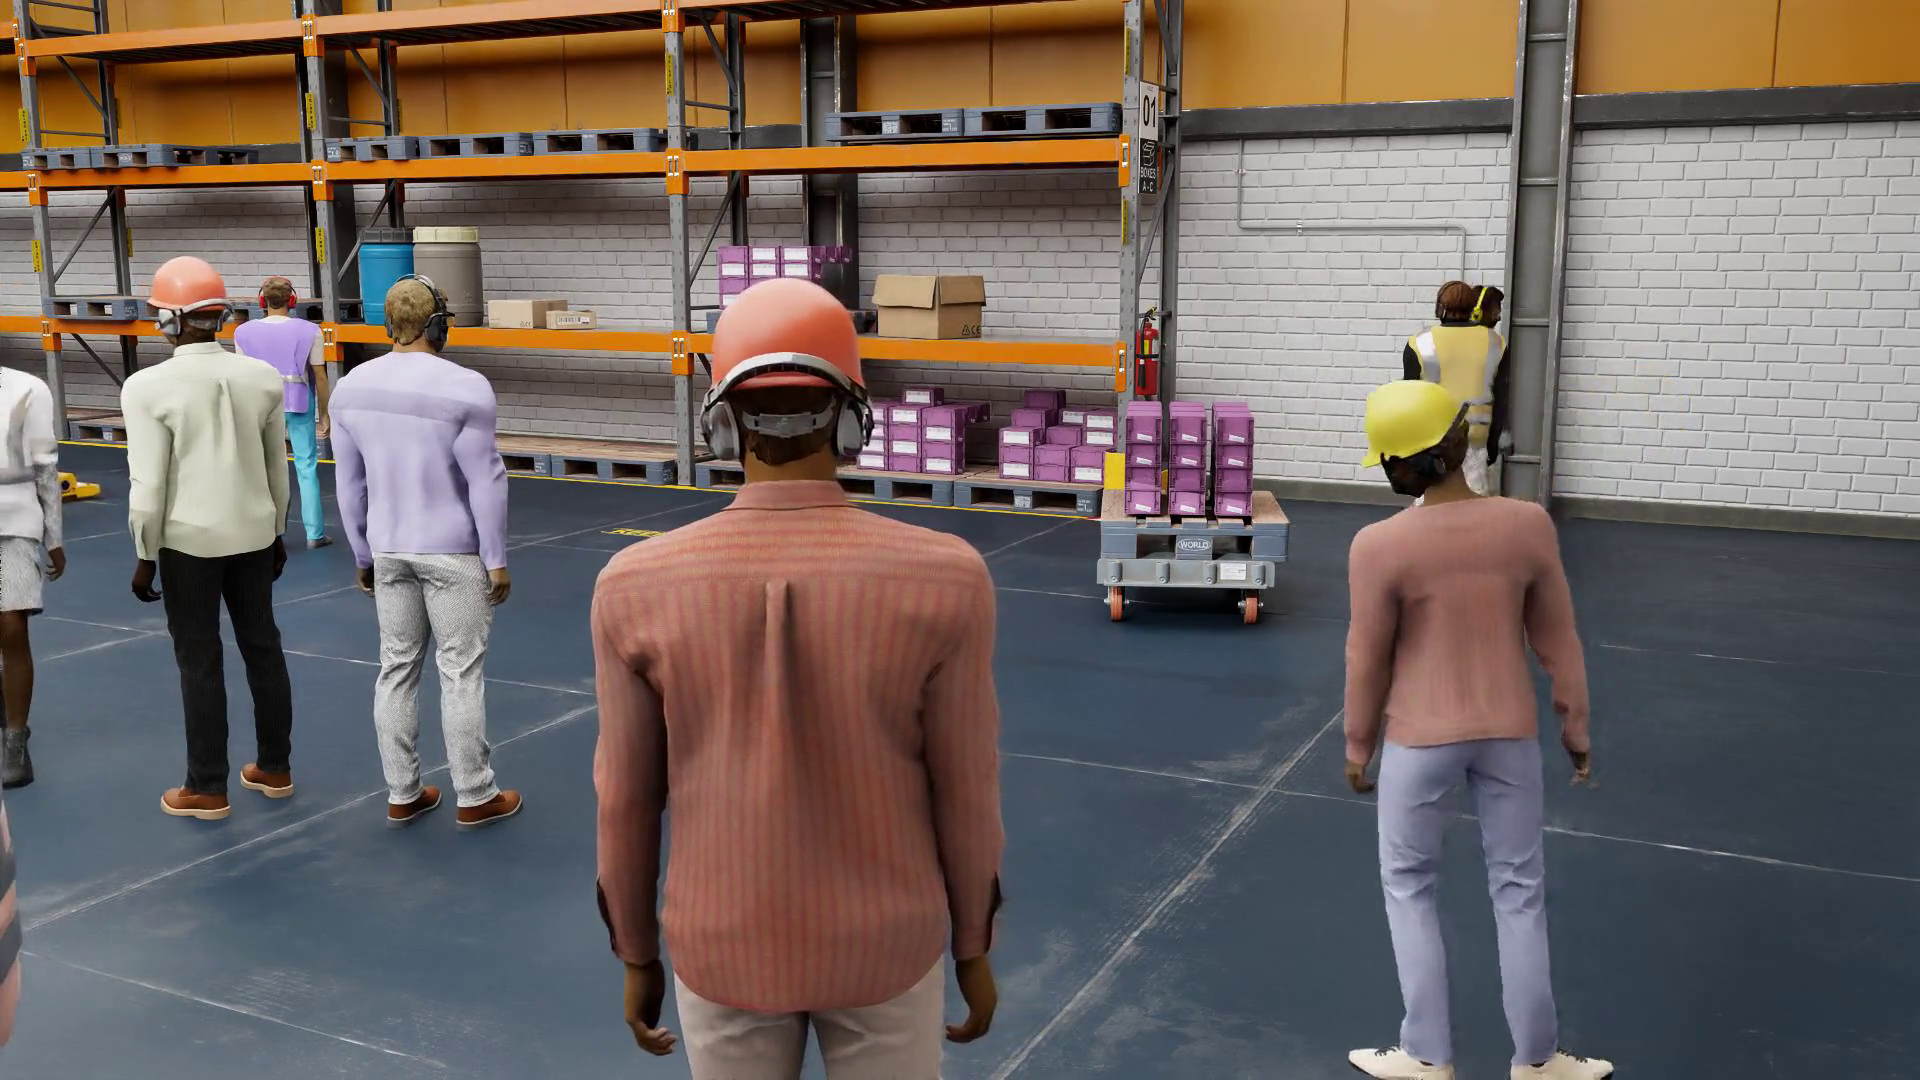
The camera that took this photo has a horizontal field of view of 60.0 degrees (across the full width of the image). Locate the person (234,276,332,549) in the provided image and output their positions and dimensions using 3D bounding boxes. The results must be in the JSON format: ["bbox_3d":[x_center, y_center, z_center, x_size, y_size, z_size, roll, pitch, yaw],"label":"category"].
[{"bbox_3d":[-4.537,-0.840,11.183,0.571,1.841,0.376,-2,10,-13],"label":"person"}]

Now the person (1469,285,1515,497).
[{"bbox_3d":[3.222,-0.709,10.572,0.976,1.809,0.481,2,10,9],"label":"person"}]

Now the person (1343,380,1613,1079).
[{"bbox_3d":[1.259,0.479,3.987,0.696,1.718,0.367,-1,10,-4],"label":"person"}]

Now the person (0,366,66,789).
[{"bbox_3d":[-3.790,-0.049,6.469,0.560,1.914,0.837,-4,11,-22],"label":"person"}]

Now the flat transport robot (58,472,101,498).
[{"bbox_3d":[-7.616,-0.383,13.067,0.652,0.197,1.431,5,11,25],"label":"flat transport robot"}]

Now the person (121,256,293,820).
[{"bbox_3d":[-2.676,-0.003,5.954,0.375,1.997,0.611,6,12,32],"label":"person"}]

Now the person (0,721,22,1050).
[{"bbox_3d":[-1.539,0.717,2.309,0.627,1.836,0.428,9,13,41],"label":"person"}]

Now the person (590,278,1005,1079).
[{"bbox_3d":[-0.239,0.604,2.534,0.614,1.982,0.404,1,10,3],"label":"person"}]

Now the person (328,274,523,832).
[{"bbox_3d":[-1.847,0.056,5.783,0.628,1.940,0.373,2,10,13],"label":"person"}]

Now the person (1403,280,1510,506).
[{"bbox_3d":[2.870,-0.590,9.757,0.627,1.846,0.429,0,10,-2],"label":"person"}]
